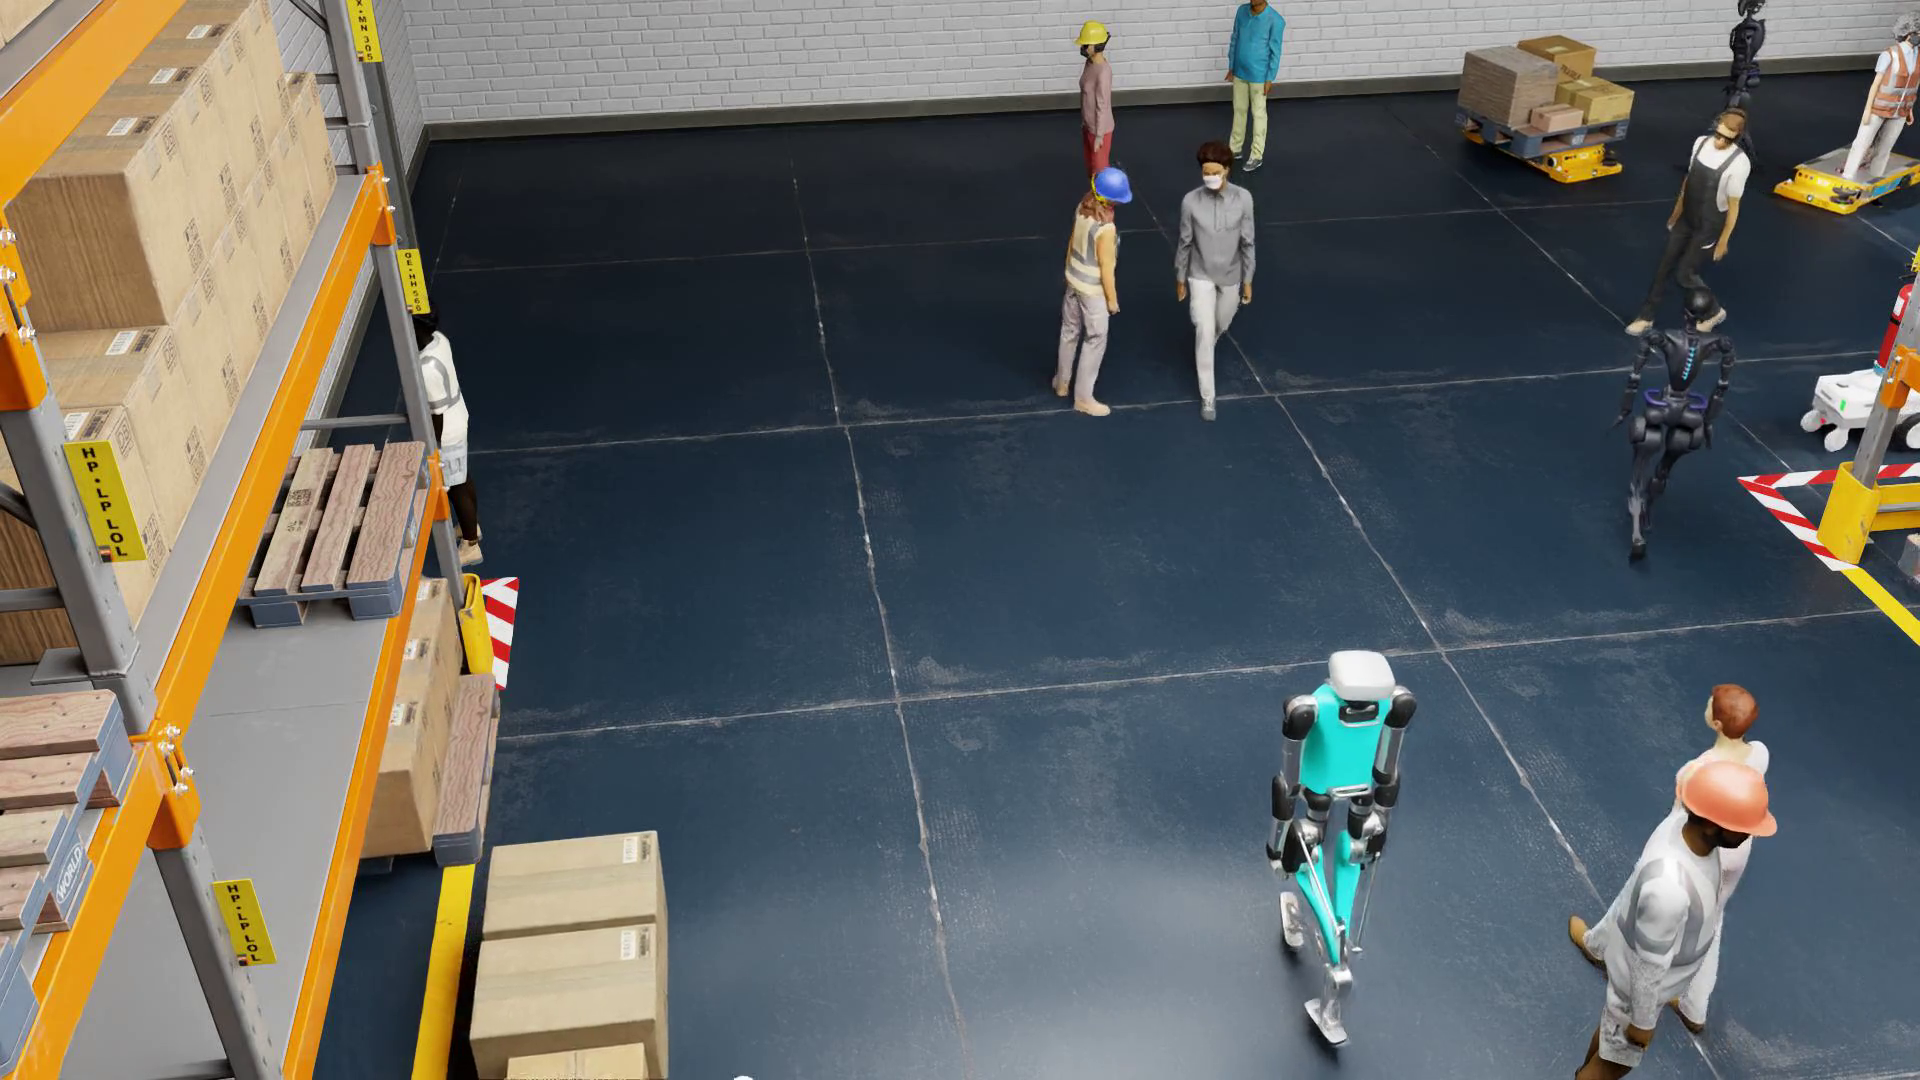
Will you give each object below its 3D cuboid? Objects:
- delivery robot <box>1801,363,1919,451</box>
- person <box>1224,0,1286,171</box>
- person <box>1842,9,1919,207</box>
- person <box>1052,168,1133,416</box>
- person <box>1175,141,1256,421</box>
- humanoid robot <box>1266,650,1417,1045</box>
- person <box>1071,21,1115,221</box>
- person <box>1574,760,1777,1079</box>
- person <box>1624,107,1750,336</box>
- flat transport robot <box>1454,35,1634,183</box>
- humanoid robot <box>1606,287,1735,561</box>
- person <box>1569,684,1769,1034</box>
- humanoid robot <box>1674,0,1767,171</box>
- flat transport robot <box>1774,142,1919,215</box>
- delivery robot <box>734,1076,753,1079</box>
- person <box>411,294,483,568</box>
[{"bbox_3d":[6.014,-0.905,10.967,0.767,0.583,0.499,-5,33,-7],"label":"delivery robot"},{"bbox_3d":[2.619,-4.226,14.966,0.320,1.755,0.561,-24,40,-32],"label":"person"},{"bbox_3d":[7.900,-3.657,14.153,0.445,1.690,0.311,-4,33,-6],"label":"person"},{"bbox_3d":[0.851,-1.718,11.144,0.334,1.739,0.637,-13,35,-19],"label":"person"},{"bbox_3d":[1.705,-1.822,11.186,0.528,1.866,0.878,0,33,-1],"label":"person"},{"bbox_3d":[1.526,1.277,6.555,0.558,1.734,1.023,-7,34,-11],"label":"humanoid robot"},{"bbox_3d":[1.088,-3.385,13.680,0.347,1.759,0.520,-6,34,-9],"label":"person"},{"bbox_3d":[2.517,1.546,5.975,0.391,1.927,0.540,20,38,27],"label":"person"},{"bbox_3d":[5.332,-2.261,11.921,0.645,1.803,0.581,-9,34,-13],"label":"person"},{"bbox_3d":[5.403,-3.678,15.489,0.659,0.231,1.431,-15,36,-21],"label":"flat transport robot"},{"bbox_3d":[4.097,-0.668,9.623,0.602,1.643,0.701,7,34,10],"label":"humanoid robot"},{"bbox_3d":[2.941,1.224,6.727,0.455,1.626,0.689,-9,34,-13],"label":"person"},{"bbox_3d":[6.969,-4.060,14.834,0.804,1.617,0.604,10,34,14],"label":"humanoid robot"},{"bbox_3d":[7.953,-3.230,14.802,1.431,0.231,0.659,-23,39,-31],"label":"flat transport robot"},{"bbox_3d":[-0.846,2.328,6.018,0.499,0.589,0.784,15,36,21],"label":"delivery robot"},{"bbox_3d":[-2.969,-0.629,9.509,0.318,1.696,0.533,-6,34,-10],"label":"person"}]
